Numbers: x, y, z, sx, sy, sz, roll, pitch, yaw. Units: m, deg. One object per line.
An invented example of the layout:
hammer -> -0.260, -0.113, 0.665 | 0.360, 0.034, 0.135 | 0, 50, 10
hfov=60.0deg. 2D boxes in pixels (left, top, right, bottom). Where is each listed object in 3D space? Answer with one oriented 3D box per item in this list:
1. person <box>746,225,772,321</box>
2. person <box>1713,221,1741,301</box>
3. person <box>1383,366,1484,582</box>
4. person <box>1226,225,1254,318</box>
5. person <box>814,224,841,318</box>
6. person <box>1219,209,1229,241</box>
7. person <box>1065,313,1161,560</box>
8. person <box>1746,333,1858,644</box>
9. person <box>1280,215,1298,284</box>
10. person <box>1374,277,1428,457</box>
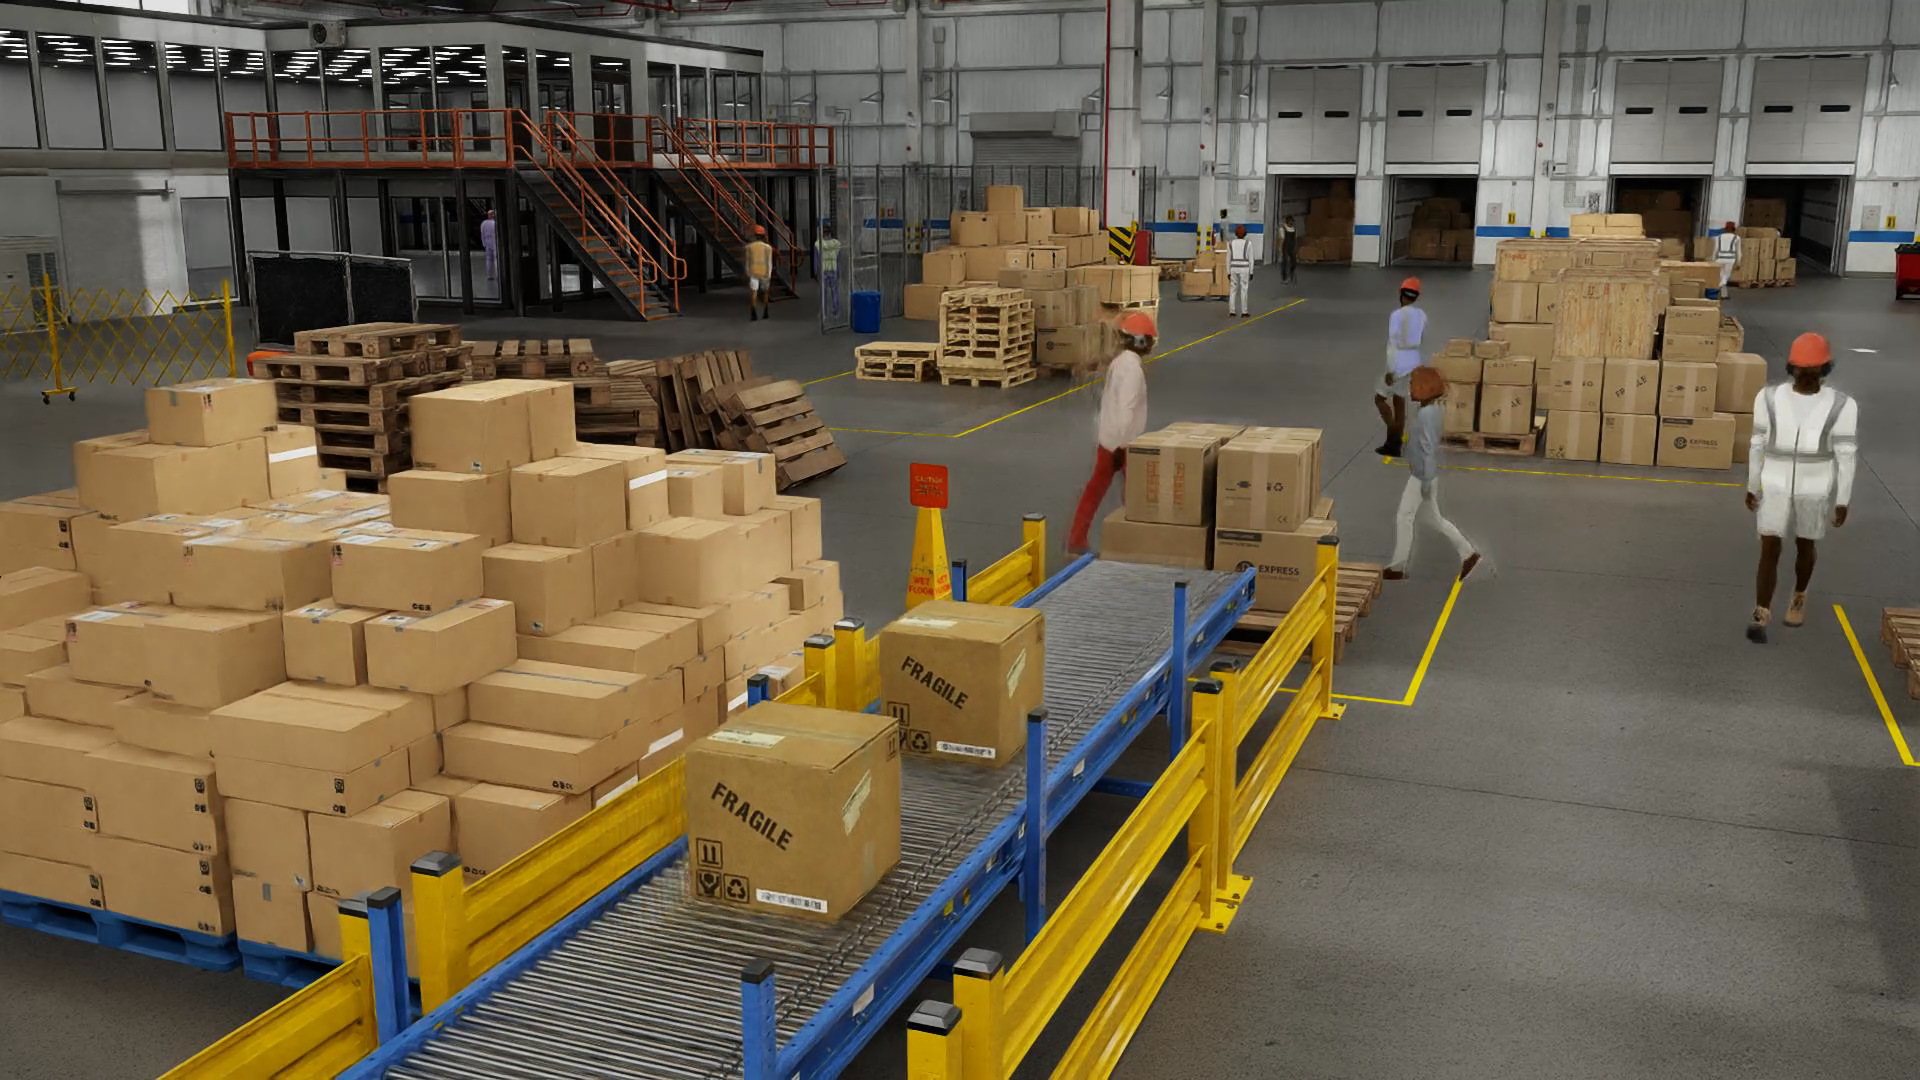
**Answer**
person -> -4.062, -5.384, 33.555 | 0.550, 1.908, 0.885 | 0, 13, 1
person -> 17.565, -6.386, 38.181 | 0.872, 1.856, 0.586 | -10, 16, -37
person -> 3.457, -0.468, 12.159 | 0.749, 1.609, 0.514 | 4, 13, 19
person -> 5.739, -5.492, 34.074 | 0.575, 1.885, 0.355 | 7, 14, 29
person -> -2.710, -5.498, 34.055 | 0.587, 1.911, 0.393 | -6, 14, -24
person -> 7.943, -9.066, 50.268 | 0.997, 1.815, 0.550 | 11, 16, 39
person -> 1.314, -0.781, 12.832 | 1.074, 1.923, 0.631 | -2, 13, -10
person -> 5.395, -0.333, 10.704 | 0.630, 1.983, 1.127 | 8, 15, 32
person -> 8.709, -7.654, 43.929 | 0.538, 1.809, 0.835 | -2, 13, -10
person -> 4.668, -1.834, 17.638 | 0.615, 1.890, 0.389 | -10, 16, -37
